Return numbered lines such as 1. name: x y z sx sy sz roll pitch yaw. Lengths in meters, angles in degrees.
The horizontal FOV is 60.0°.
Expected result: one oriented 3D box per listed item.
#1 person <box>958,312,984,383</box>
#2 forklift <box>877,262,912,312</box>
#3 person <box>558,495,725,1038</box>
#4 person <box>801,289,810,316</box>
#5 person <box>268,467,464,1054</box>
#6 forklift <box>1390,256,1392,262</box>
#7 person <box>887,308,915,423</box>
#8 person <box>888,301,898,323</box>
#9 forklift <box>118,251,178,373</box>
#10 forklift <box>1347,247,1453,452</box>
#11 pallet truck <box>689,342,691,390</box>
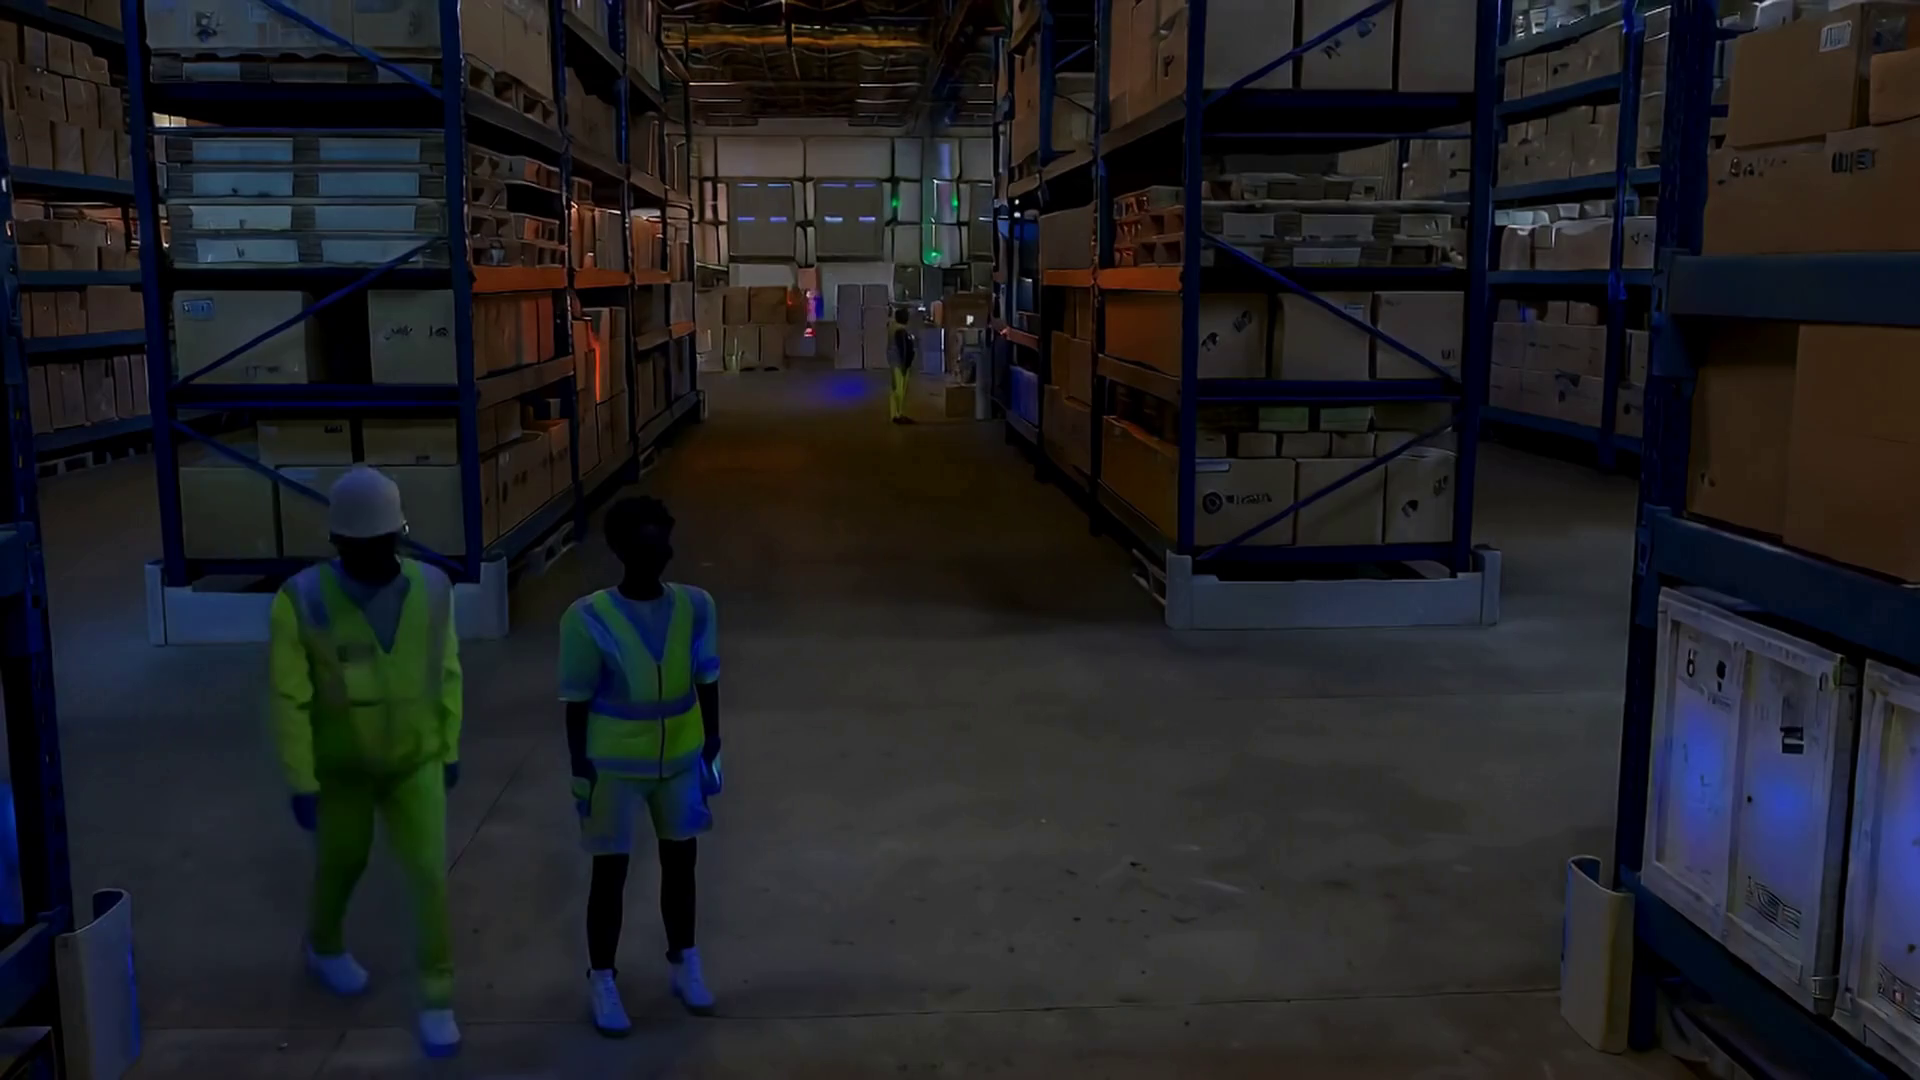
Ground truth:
1. person: 0.212 -3.586 32.226 0.513 1.641 0.309 0 9 -2
2. forklift: -2.578 -8.323 58.089 1.873 2.768 1.129 -4 10 -21
3. person: -0.984 0.695 5.199 0.536 1.691 0.319 -6 11 -34
4. person: -5.307 -7.675 57.126 0.396 1.894 0.648 -5 10 -29
5. person: -1.851 0.645 5.204 0.601 1.800 0.852 -7 12 -38
6. forklift: 10.360 -5.613 41.074 1.129 2.768 1.873 -1 9 -4
7. person: -0.947 -2.784 26.579 0.430 1.839 0.619 -3 9 -17
8. person: -1.881 -5.858 46.505 0.314 1.636 0.516 2 9 9
9. forklift: -15.784 -4.222 32.342 1.129 2.768 1.873 -1 9 -4
10. forklift: 5.058 -2.206 19.682 1.129 2.768 1.873 -1 9 -4
11. pallet truck: -5.225 -3.008 27.480 1.885 1.965 0.823 2 9 14
